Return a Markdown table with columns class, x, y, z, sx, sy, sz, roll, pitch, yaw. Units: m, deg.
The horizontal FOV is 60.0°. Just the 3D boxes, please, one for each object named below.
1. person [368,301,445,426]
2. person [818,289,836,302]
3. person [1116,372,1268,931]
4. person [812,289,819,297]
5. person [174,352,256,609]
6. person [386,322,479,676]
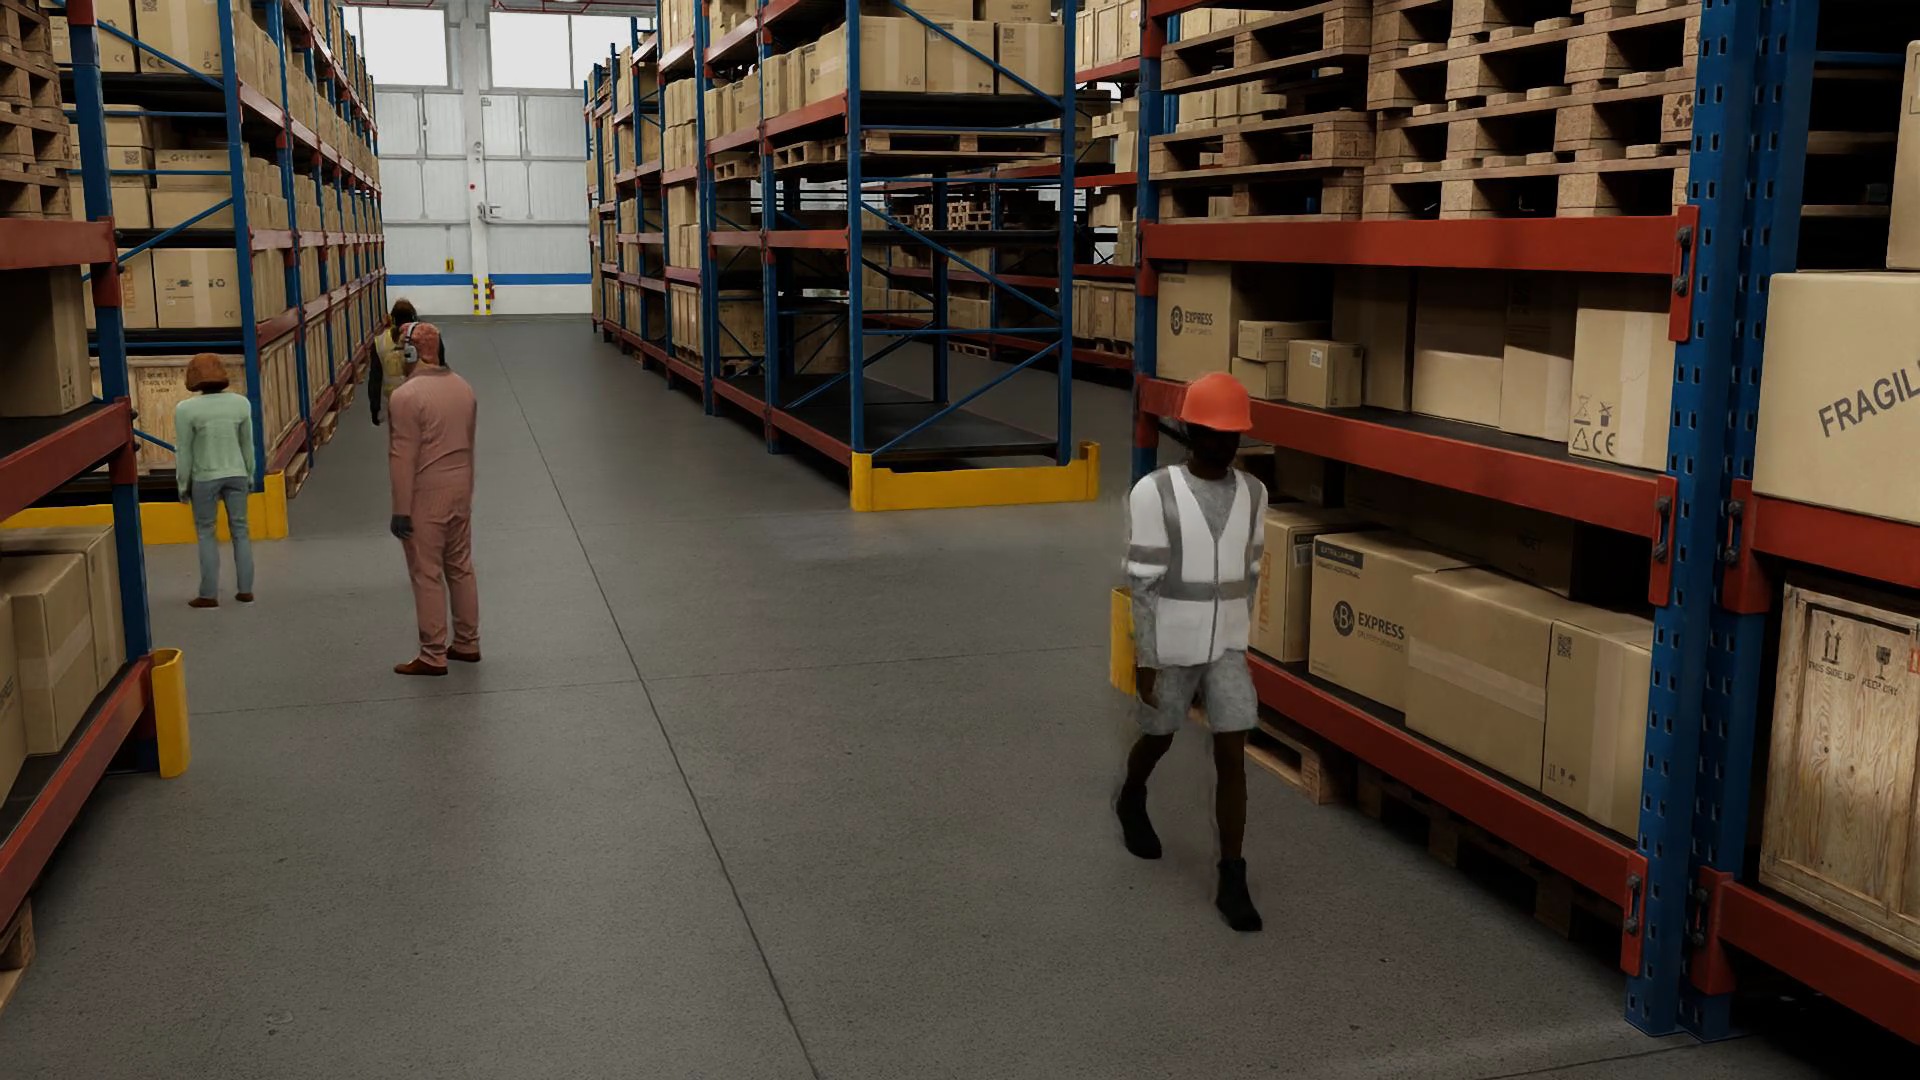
| class | x | y | z | sx | sy | sz | roll | pitch | yaw |
| --- | --- | --- | --- | --- | --- | --- | --- | --- | --- |
| person | -4.799 | -1.169 | 14.451 | 0.651 | 1.789 | 0.978 | -1 | 10 | -6 |
| person | -2.622 | -4.582 | 32.633 | 0.392 | 1.989 | 0.610 | -4 | 11 | -19 |
| person | 0.818 | 0.337 | 5.935 | 0.543 | 1.903 | 0.949 | -3 | 11 | -15 |
| person | -3.441 | -6.123 | 41.728 | 0.526 | 1.756 | 0.378 | -1 | 10 | -7 |
| person | -4.720 | -0.372 | 10.558 | 0.276 | 1.628 | 0.501 | 9 | 14 | 41 |
| person | -2.869 | -0.224 | 9.000 | 0.398 | 1.899 | 0.647 | 3 | 11 | 17 |
